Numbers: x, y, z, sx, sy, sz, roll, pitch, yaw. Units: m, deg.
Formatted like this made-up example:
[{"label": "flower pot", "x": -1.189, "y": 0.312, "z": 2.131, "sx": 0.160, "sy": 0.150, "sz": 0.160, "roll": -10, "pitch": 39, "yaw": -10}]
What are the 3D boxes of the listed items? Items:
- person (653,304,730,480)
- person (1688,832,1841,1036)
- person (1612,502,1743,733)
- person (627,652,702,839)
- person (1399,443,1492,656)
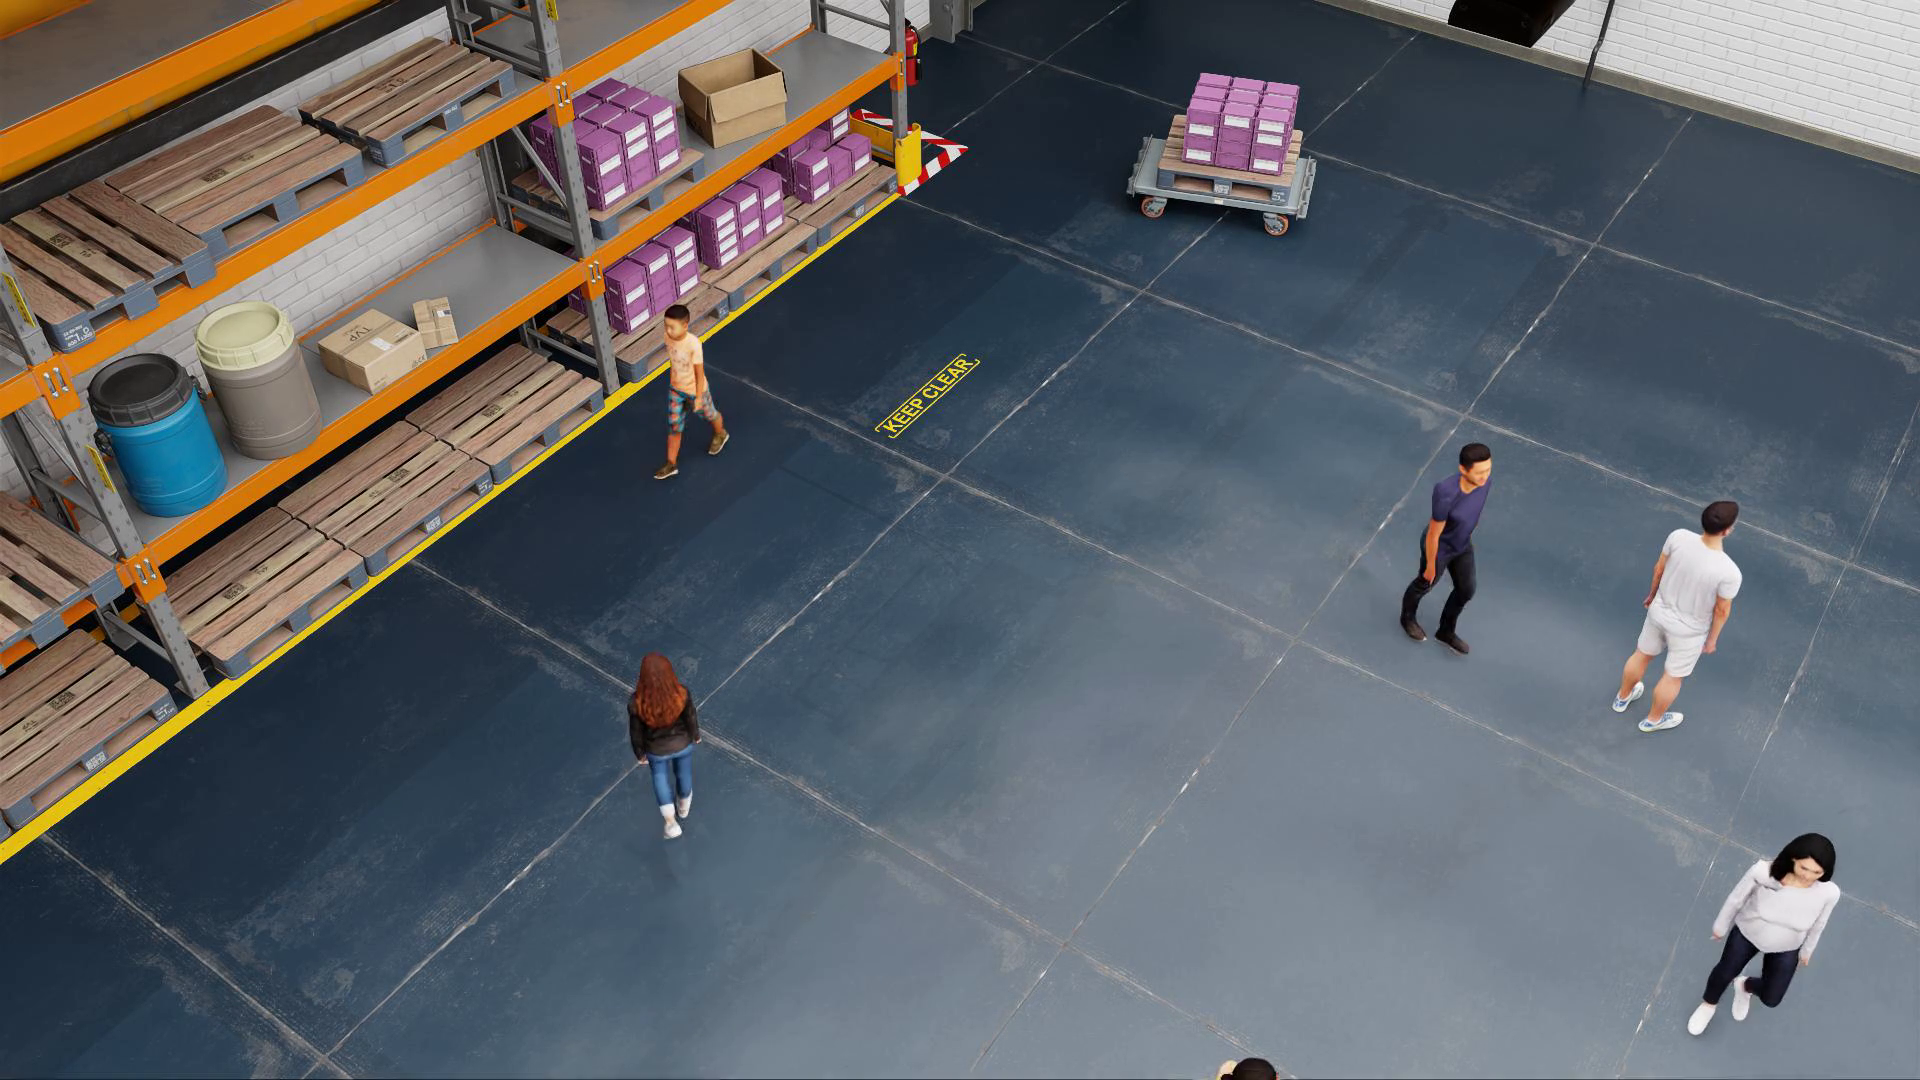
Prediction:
[{"label": "person", "x": -1.987, "y": -1.177, "z": 12.532, "sx": 0.626, "sy": 1.424, "sz": 1.010, "roll": 19, "pitch": 47, "yaw": 19}, {"label": "person", "x": 4.337, "y": 2.086, "z": 8.912, "sx": 0.704, "sy": 1.694, "sz": 0.687, "roll": 20, "pitch": 47, "yaw": 20}, {"label": "person", "x": 4.535, "y": 0.477, "z": 10.485, "sx": 0.699, "sy": 1.853, "sz": 0.757, "roll": -24, "pitch": 49, "yaw": -23}, {"label": "person", "x": -1.735, "y": 1.253, "z": 9.948, "sx": 0.794, "sy": 1.470, "sz": 0.840, "roll": -11, "pitch": 45, "yaw": -11}, {"label": "person", "x": 3.179, "y": -0.015, "z": 11.058, "sx": 0.837, "sy": 1.775, "sz": 0.882, "roll": -23, "pitch": 48, "yaw": -22}]
